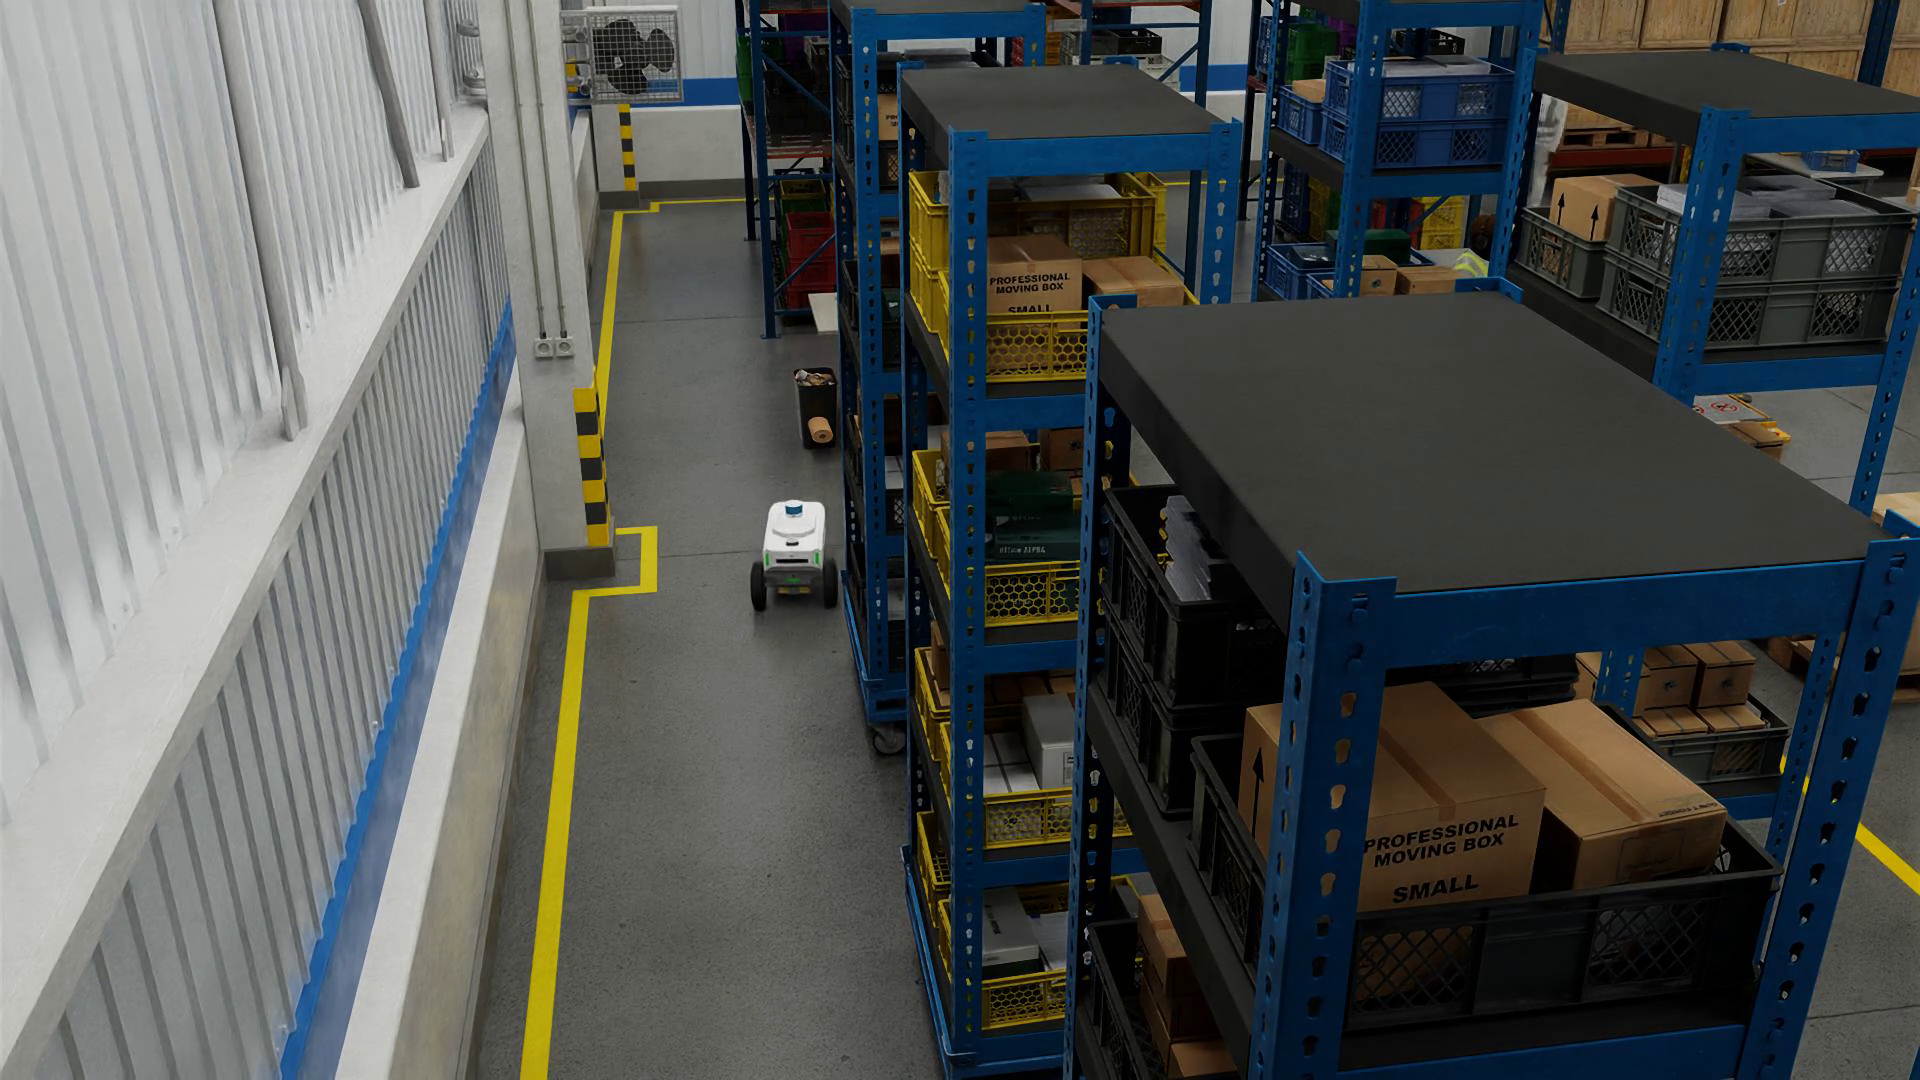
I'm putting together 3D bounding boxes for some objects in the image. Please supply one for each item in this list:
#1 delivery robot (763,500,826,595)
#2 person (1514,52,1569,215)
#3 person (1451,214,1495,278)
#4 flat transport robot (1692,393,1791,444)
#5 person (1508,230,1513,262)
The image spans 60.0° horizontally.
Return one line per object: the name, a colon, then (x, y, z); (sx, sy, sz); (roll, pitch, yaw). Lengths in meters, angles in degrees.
delivery robot: (-0.973, 0.002, 9.817); (0.477, 0.478, 0.707); (-1, 25, -2)
person: (6.062, -4.178, 17.472); (0.602, 1.846, 0.609); (-21, 32, -39)
person: (3.453, -1.276, 11.175); (0.429, 1.844, 0.627); (16, 29, 30)
flat transport robot: (5.224, -0.859, 12.132); (1.431, 0.197, 0.652); (-4, 25, -8)
person: (3.474, -1.037, 10.539); (0.365, 1.939, 0.636); (10, 27, 21)
